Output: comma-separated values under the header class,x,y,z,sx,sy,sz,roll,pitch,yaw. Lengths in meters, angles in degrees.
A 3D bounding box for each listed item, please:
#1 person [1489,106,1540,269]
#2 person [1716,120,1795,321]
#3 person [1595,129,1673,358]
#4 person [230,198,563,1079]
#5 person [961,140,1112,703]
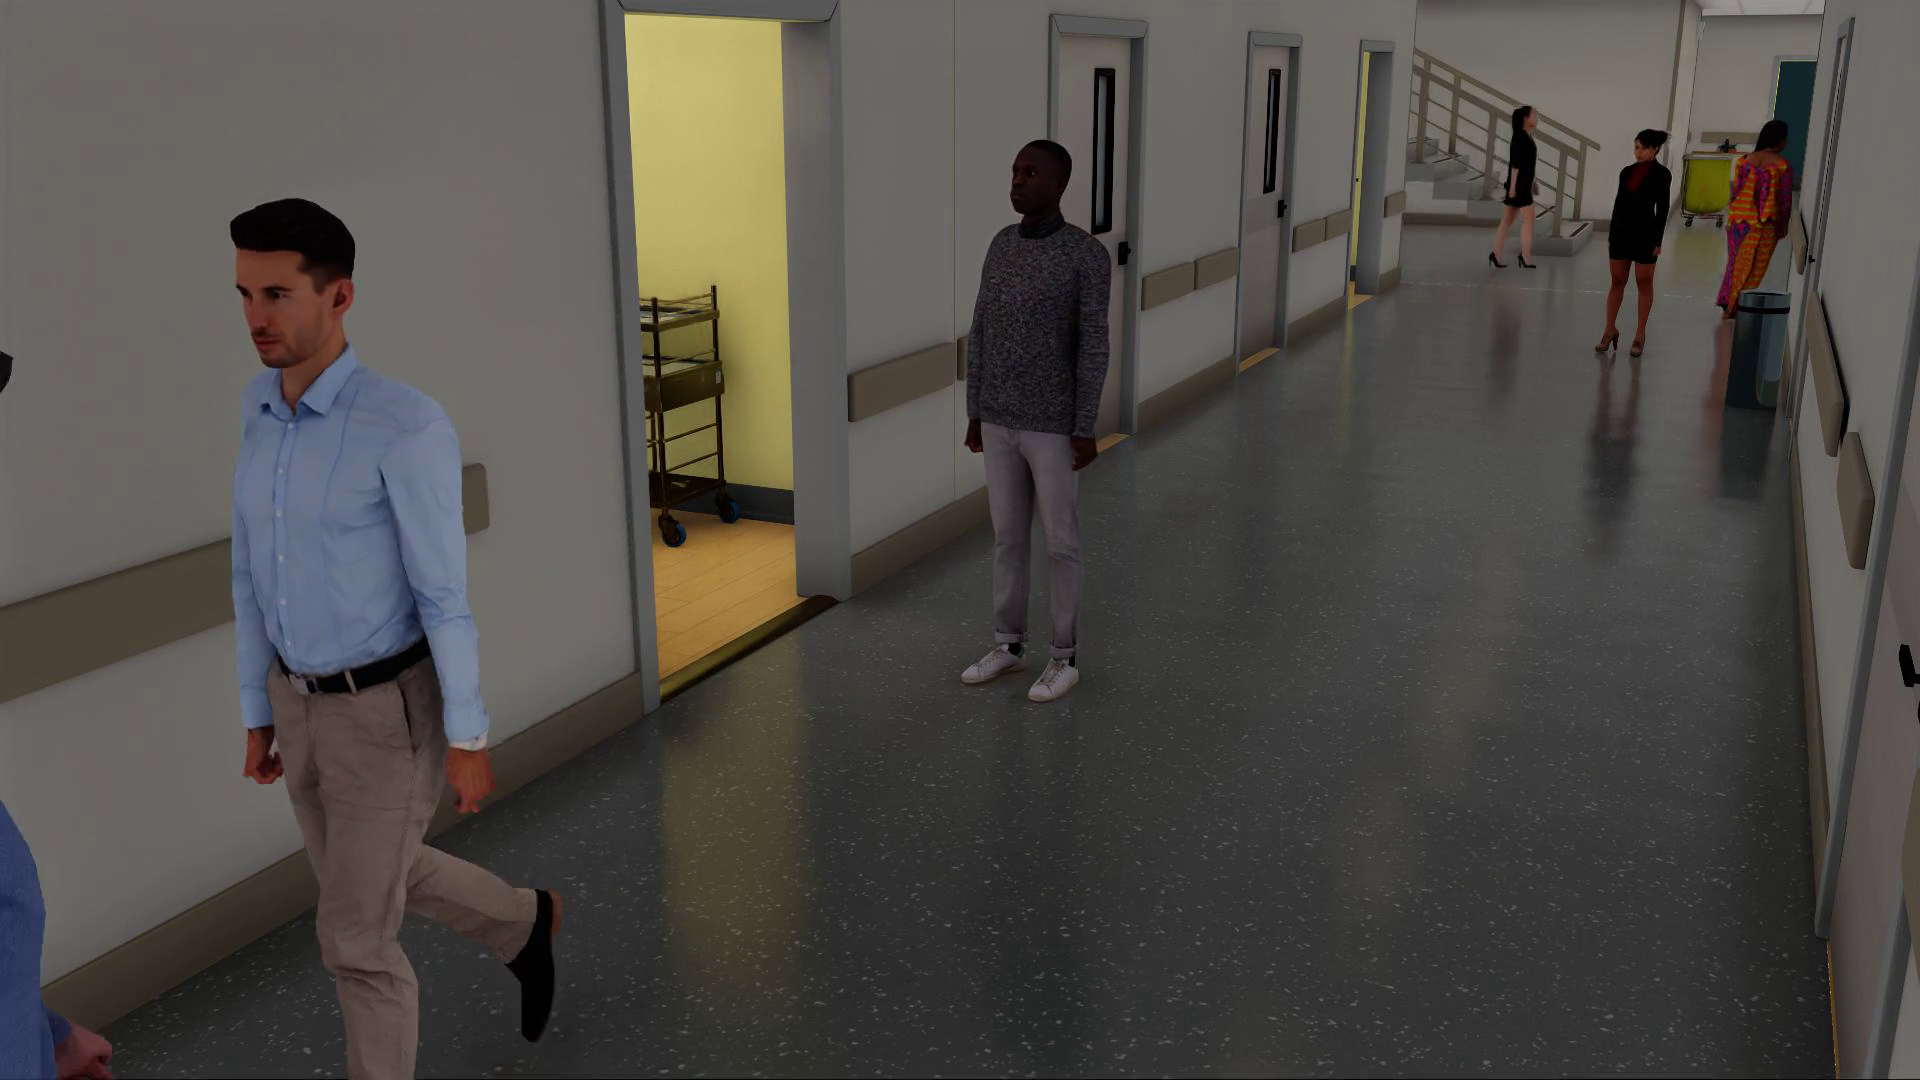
class,x,y,z,sx,sy,sz,roll,pitch,yaw
person,5.814,-3.707,17.585,0.729,1.676,0.614,6,17,20
person,6.648,-2.673,13.958,0.875,1.654,0.801,-13,21,-39
person,4.983,-2.195,12.284,0.720,1.642,0.646,-14,21,-40
person,-1.064,0.302,3.110,1.049,1.814,0.761,7,17,25
person,0.259,-0.397,5.546,0.573,1.839,0.786,12,20,36
